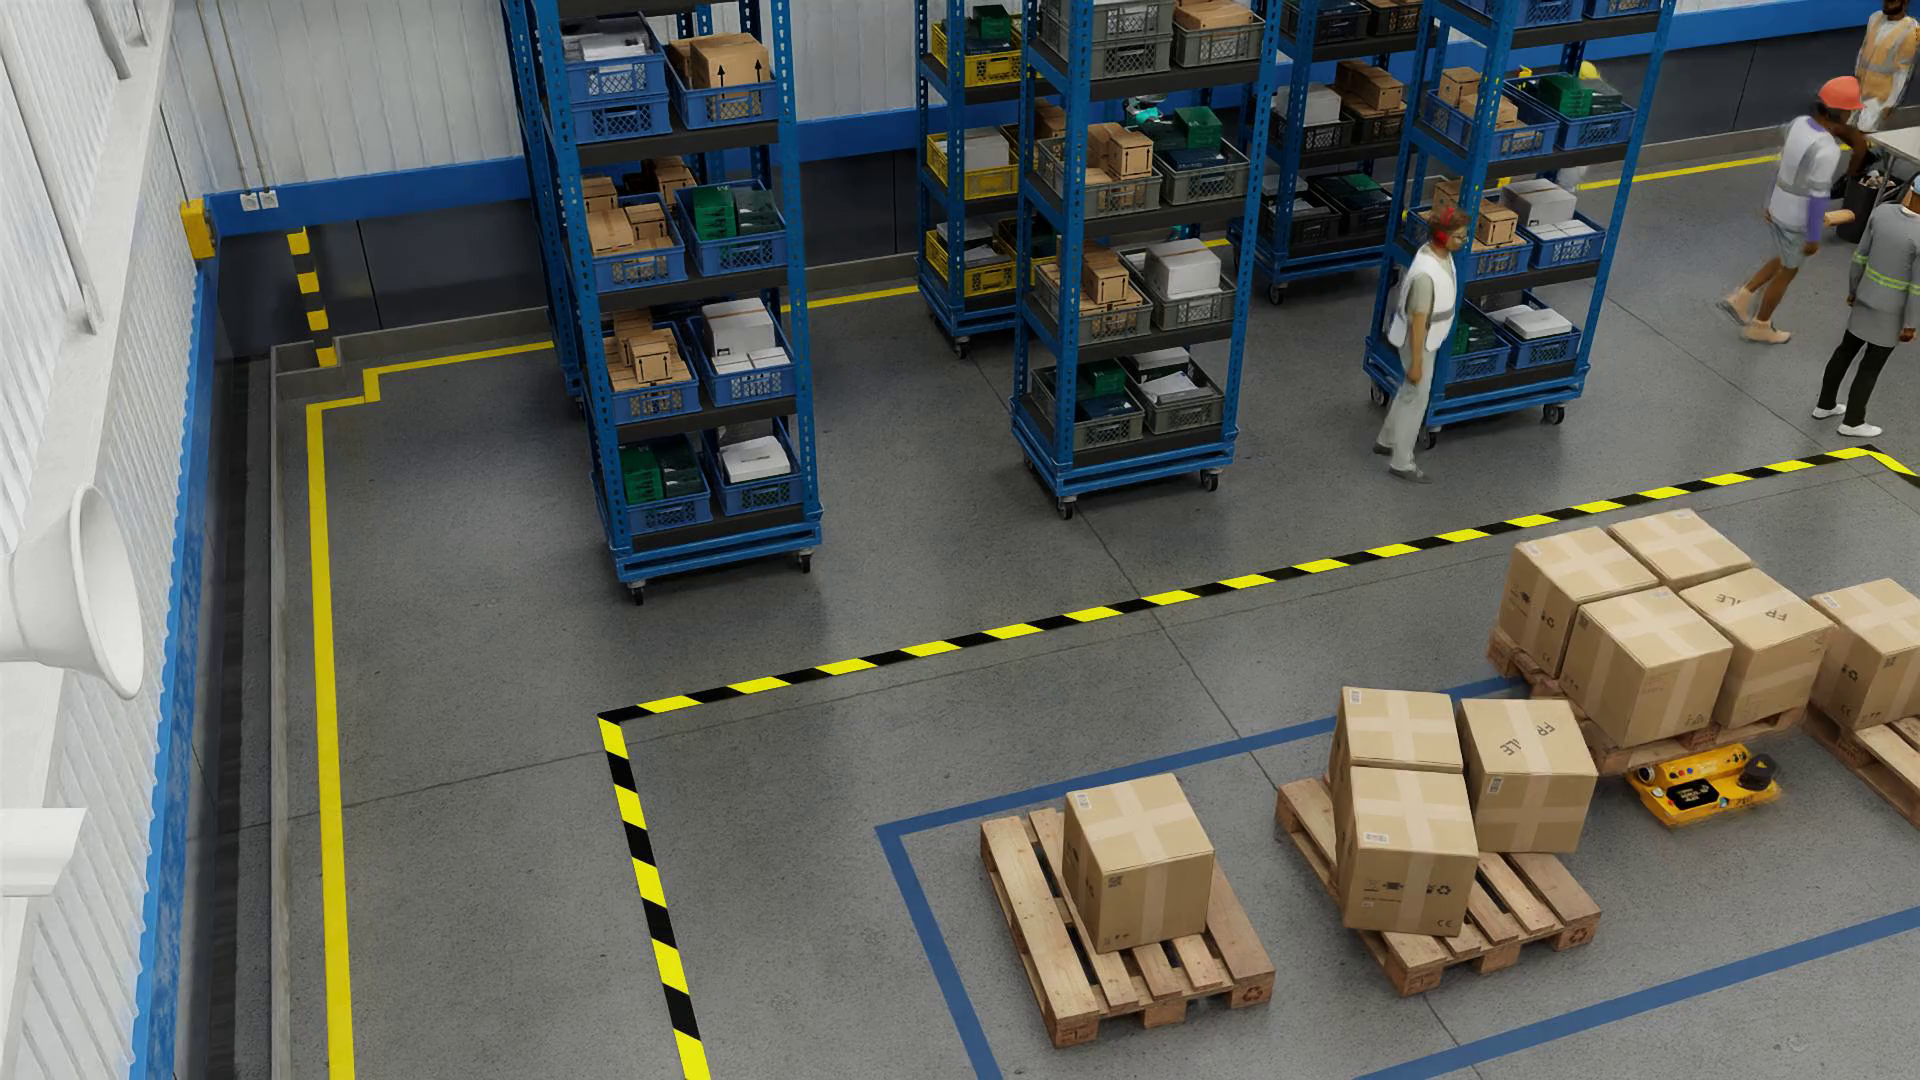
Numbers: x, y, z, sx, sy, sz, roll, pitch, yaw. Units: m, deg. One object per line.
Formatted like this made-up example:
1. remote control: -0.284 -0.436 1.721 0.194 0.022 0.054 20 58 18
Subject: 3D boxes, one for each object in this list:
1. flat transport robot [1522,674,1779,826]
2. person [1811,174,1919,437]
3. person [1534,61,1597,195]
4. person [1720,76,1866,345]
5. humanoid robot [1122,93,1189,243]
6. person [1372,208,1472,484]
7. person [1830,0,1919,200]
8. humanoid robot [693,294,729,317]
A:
1. flat transport robot: 3.561 0.888 8.773 0.652 0.197 1.431 -11 37 -15
2. person: 6.065 -1.553 10.884 0.393 1.849 0.593 -9 36 -13
3. person: 4.594 -2.811 12.773 0.372 1.732 0.526 26 43 32
4. person: 5.944 -2.312 11.808 0.481 2.023 0.626 0 35 1
5. humanoid robot: 1.553 -2.612 12.372 0.735 1.673 0.533 -11 37 -15
6. person: 2.910 -1.216 10.441 0.480 1.835 0.593 13 37 17
7. person: 7.730 -3.808 14.025 0.507 1.923 0.541 -11 37 -16
8. humanoid robot: -1.634 -1.360 10.787 0.663 1.634 0.609 -6 36 -8
